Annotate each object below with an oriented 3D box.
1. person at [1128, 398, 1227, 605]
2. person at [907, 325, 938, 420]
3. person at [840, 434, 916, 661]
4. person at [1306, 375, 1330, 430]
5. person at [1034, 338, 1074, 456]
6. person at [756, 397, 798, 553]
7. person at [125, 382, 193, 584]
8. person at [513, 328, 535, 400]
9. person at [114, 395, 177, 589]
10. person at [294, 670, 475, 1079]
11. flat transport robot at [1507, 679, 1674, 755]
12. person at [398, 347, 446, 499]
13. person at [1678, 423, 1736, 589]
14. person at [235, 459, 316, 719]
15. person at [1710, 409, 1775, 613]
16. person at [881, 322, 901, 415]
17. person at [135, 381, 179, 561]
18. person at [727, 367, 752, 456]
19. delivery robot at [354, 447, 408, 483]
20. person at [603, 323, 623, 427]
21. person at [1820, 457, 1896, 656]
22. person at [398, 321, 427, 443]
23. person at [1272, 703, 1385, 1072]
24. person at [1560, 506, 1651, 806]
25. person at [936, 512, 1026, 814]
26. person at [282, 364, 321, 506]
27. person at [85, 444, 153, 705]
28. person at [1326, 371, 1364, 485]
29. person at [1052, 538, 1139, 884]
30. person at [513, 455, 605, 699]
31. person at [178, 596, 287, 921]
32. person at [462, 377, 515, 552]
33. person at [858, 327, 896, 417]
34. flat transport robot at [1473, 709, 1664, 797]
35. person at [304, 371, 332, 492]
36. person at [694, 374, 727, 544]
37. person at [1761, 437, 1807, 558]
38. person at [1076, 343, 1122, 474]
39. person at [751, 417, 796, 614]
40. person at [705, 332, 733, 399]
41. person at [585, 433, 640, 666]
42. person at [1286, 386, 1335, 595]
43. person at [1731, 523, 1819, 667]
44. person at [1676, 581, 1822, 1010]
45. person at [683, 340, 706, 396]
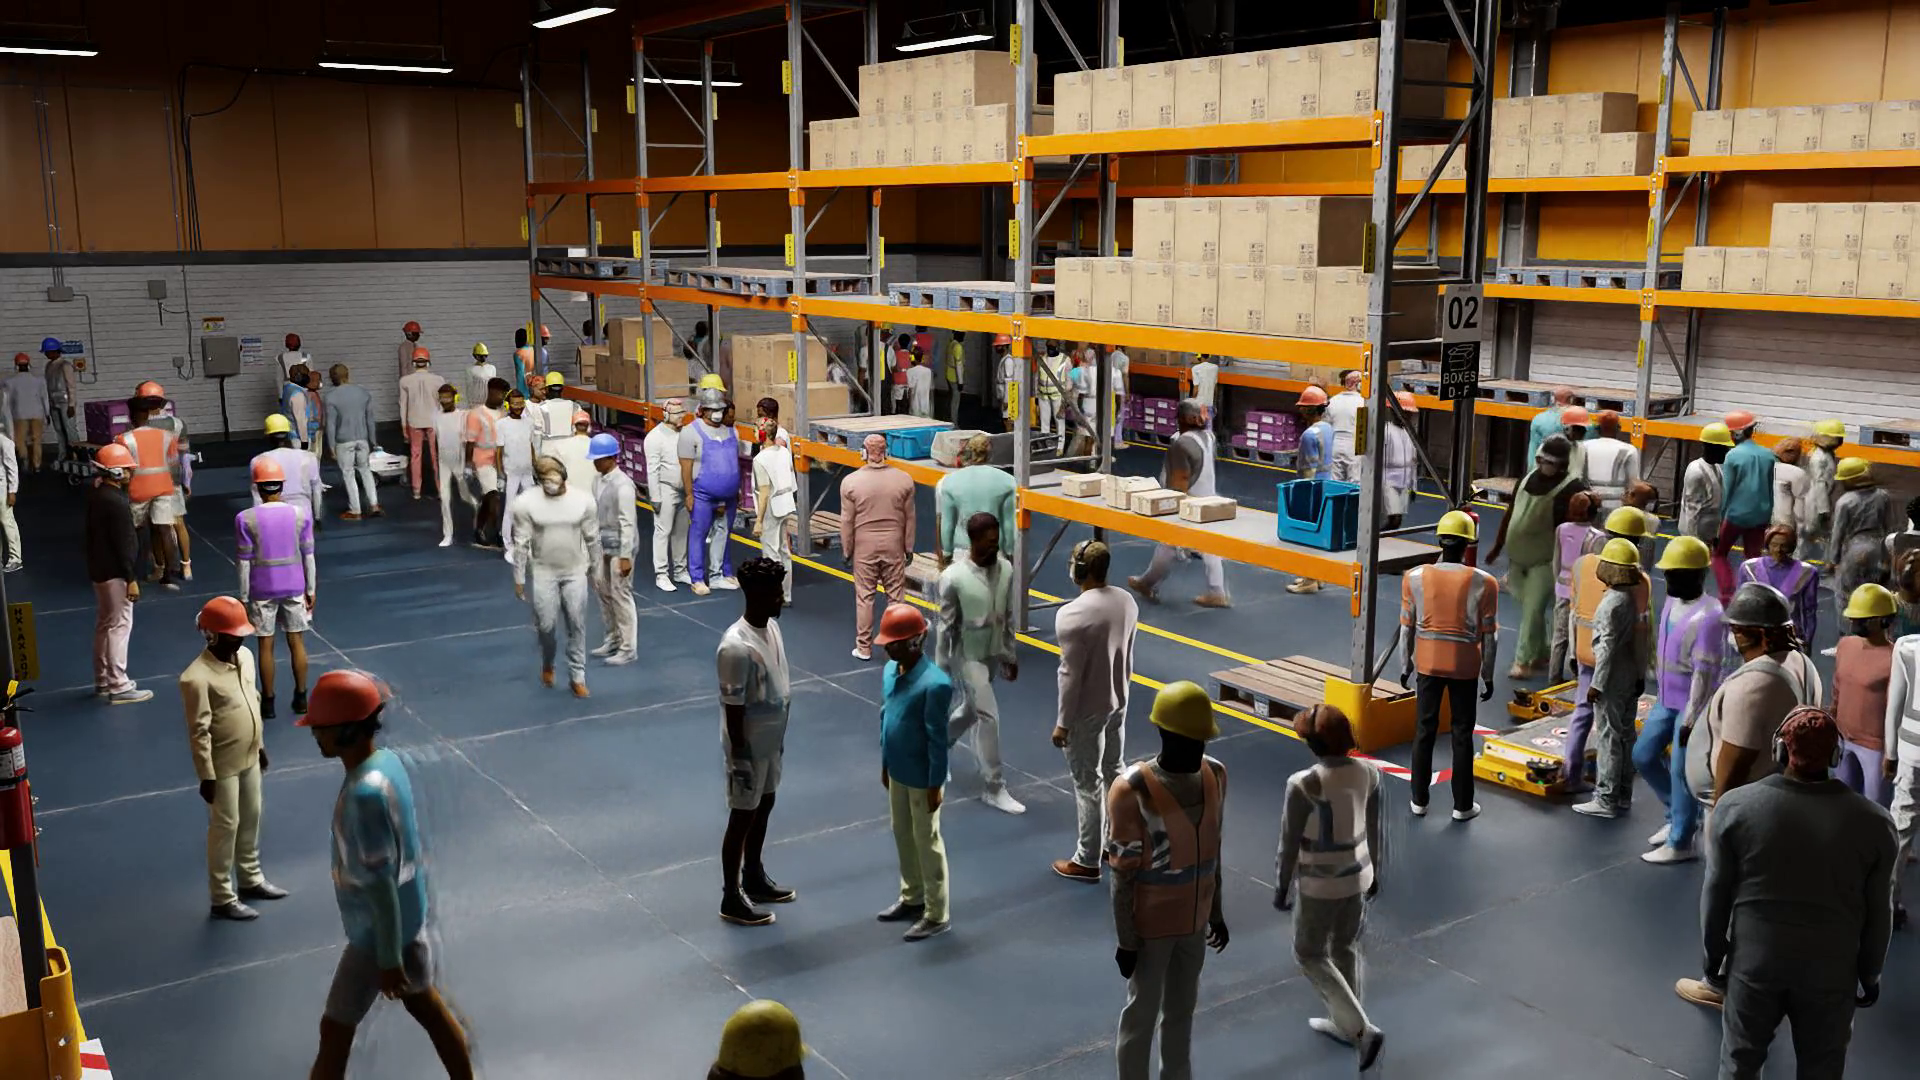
[{"bbox_3d":[2.166,-0.405,15.923,1.051,2.000,0.697,9,14,40],"label":"person"},{"bbox_3d":[-0.703,-3.066,30.093,0.627,1.835,0.431,-4,12,-18],"label":"person"},{"bbox_3d":[-0.688,0.063,13.880,0.642,1.906,0.410,-3,11,-13],"label":"person"},{"bbox_3d":[4.737,-1.359,21.876,0.520,1.623,0.526,9,14,38],"label":"person"},{"bbox_3d":[1.425,-2.209,25.685,0.621,1.838,0.429,5,12,26],"label":"person"},{"bbox_3d":[-1.845,-0.476,16.647,0.409,1.907,0.598,-4,12,-17],"label":"person"},{"bbox_3d":[-8.089,-0.576,16.793,0.391,2.040,0.615,9,14,40],"label":"person"},{"bbox_3d":[-6.888,-2.404,26.470,0.398,1.920,0.590,3,11,14],"label":"person"},{"bbox_3d":[-8.192,-0.489,16.673,0.996,1.907,0.614,10,15,41],"label":"person"},{"bbox_3d":[-2.356,1.474,6.435,1.048,1.987,0.646,-2,11,-10],"label":"person"},{"bbox_3d":[4.758,1.255,11.971,0.652,0.197,1.431,-9,14,-38],"label":"flat transport robot"},{"bbox_3d":[-7.034,-1.533,21.851,0.620,1.986,0.409,-3,12,-17],"label":"person"},{"bbox_3d":[6.501,-0.072,14.532,0.396,1.920,0.586,10,15,41],"label":"person"},{"bbox_3d":[-5.058,0.361,12.322,0.550,1.923,0.391,-8,14,-35],"label":"person"},{"bbox_3d":[7.099,-0.201,15.087,0.673,1.954,0.560,-3,11,-13],"label":"person"},{"bbox_3d":[-1.334,-3.115,30.365,0.404,1.824,0.591,-11,15,-43],"label":"person"},{"bbox_3d":[-8.668,-0.750,17.953,0.367,1.940,0.629,-4,12,-21],"label":"person"},{"bbox_3d":[-3.024,-1.844,23.780,0.603,1.856,0.611,5,12,24],"label":"person"},{"bbox_3d":[-7.908,-1.024,22.668,0.707,0.478,0.477,-10,15,-43],"label":"delivery robot"},{"bbox_3d":[-6.186,-2.899,29.229,0.562,1.834,0.401,6,12,27],"label":"person"},{"bbox_3d":[7.627,0.146,13.986,0.651,1.699,0.338,-1,11,-6],"label":"person"},{"bbox_3d":[-8.946,-2.579,27.202,0.412,1.985,0.611,1,11,5],"label":"person"},{"bbox_3d":[1.664,1.510,7.196,0.547,1.617,0.540,-7,13,-34],"label":"person"},{"bbox_3d":[4.078,0.732,10.445,0.399,1.912,0.591,-6,12,-26],"label":"person"},{"bbox_3d":[0.068,0.727,10.578,0.949,1.885,0.588,10,15,41],"label":"person"},{"bbox_3d":[-8.387,-1.327,21.194,0.431,1.836,0.619,-6,13,-29],"label":"person"},{"bbox_3d":[-6.439,0.252,12.740,0.430,1.981,0.634,-11,15,-44],"label":"person"},{"bbox_3d":[4.579,-1.022,19.454,0.401,1.899,0.646,-9,15,-40],"label":"person"},{"bbox_3d":[0.737,0.947,9.270,0.379,1.940,0.629,10,15,41],"label":"person"},{"bbox_3d":[-3.068,0.276,12.770,0.706,1.911,0.474,-4,12,-21],"label":"person"},{"bbox_3d":[-3.838,1.141,8.787,0.348,1.740,0.574,1,11,7],"label":"person"},{"bbox_3d":[-5.131,-0.839,18.464,0.805,1.915,0.645,4,12,19],"label":"person"},{"bbox_3d":[-1.371,-2.450,26.389,0.686,2.000,0.535,-10,15,-40],"label":"person"},{"bbox_3d":[4.065,1.407,11.191,1.431,0.197,0.652,-9,14,-37],"label":"flat transport robot"},{"bbox_3d":[-8.693,-1.464,22.417,0.277,1.627,0.502,-1,11,-7],"label":"person"},{"bbox_3d":[-2.822,-0.920,18.860,0.383,1.923,0.590,-3,12,-17],"label":"person"},{"bbox_3d":[7.763,-0.174,15.820,0.380,1.617,0.577,-3,12,-17],"label":"person"},{"bbox_3d":[1.938,-1.799,23.263,0.624,1.961,0.387,1,11,3],"label":"person"},{"bbox_3d":[-1.745,-0.224,15.495,0.396,1.847,0.564,4,12,20],"label":"person"},{"bbox_3d":[-4.105,-2.761,28.743,0.549,1.740,0.623,4,12,17],"label":"person"},{"bbox_3d":[-2.875,0.069,13.770,0.437,1.934,0.623,-8,14,-36],"label":"person"},{"bbox_3d":[3.438,-0.484,16.322,0.376,2.043,0.609,6,12,27],"label":"person"},{"bbox_3d":[5.564,0.686,11.394,0.523,1.632,0.315,6,13,28],"label":"person"},{"bbox_3d":[3.682,1.180,7.815,0.681,2.000,0.535,-9,14,-38],"label":"person"},{"bbox_3d":[-4.014,-2.119,25.273,0.442,1.818,0.564,4,12,18],"label":"person"}]
